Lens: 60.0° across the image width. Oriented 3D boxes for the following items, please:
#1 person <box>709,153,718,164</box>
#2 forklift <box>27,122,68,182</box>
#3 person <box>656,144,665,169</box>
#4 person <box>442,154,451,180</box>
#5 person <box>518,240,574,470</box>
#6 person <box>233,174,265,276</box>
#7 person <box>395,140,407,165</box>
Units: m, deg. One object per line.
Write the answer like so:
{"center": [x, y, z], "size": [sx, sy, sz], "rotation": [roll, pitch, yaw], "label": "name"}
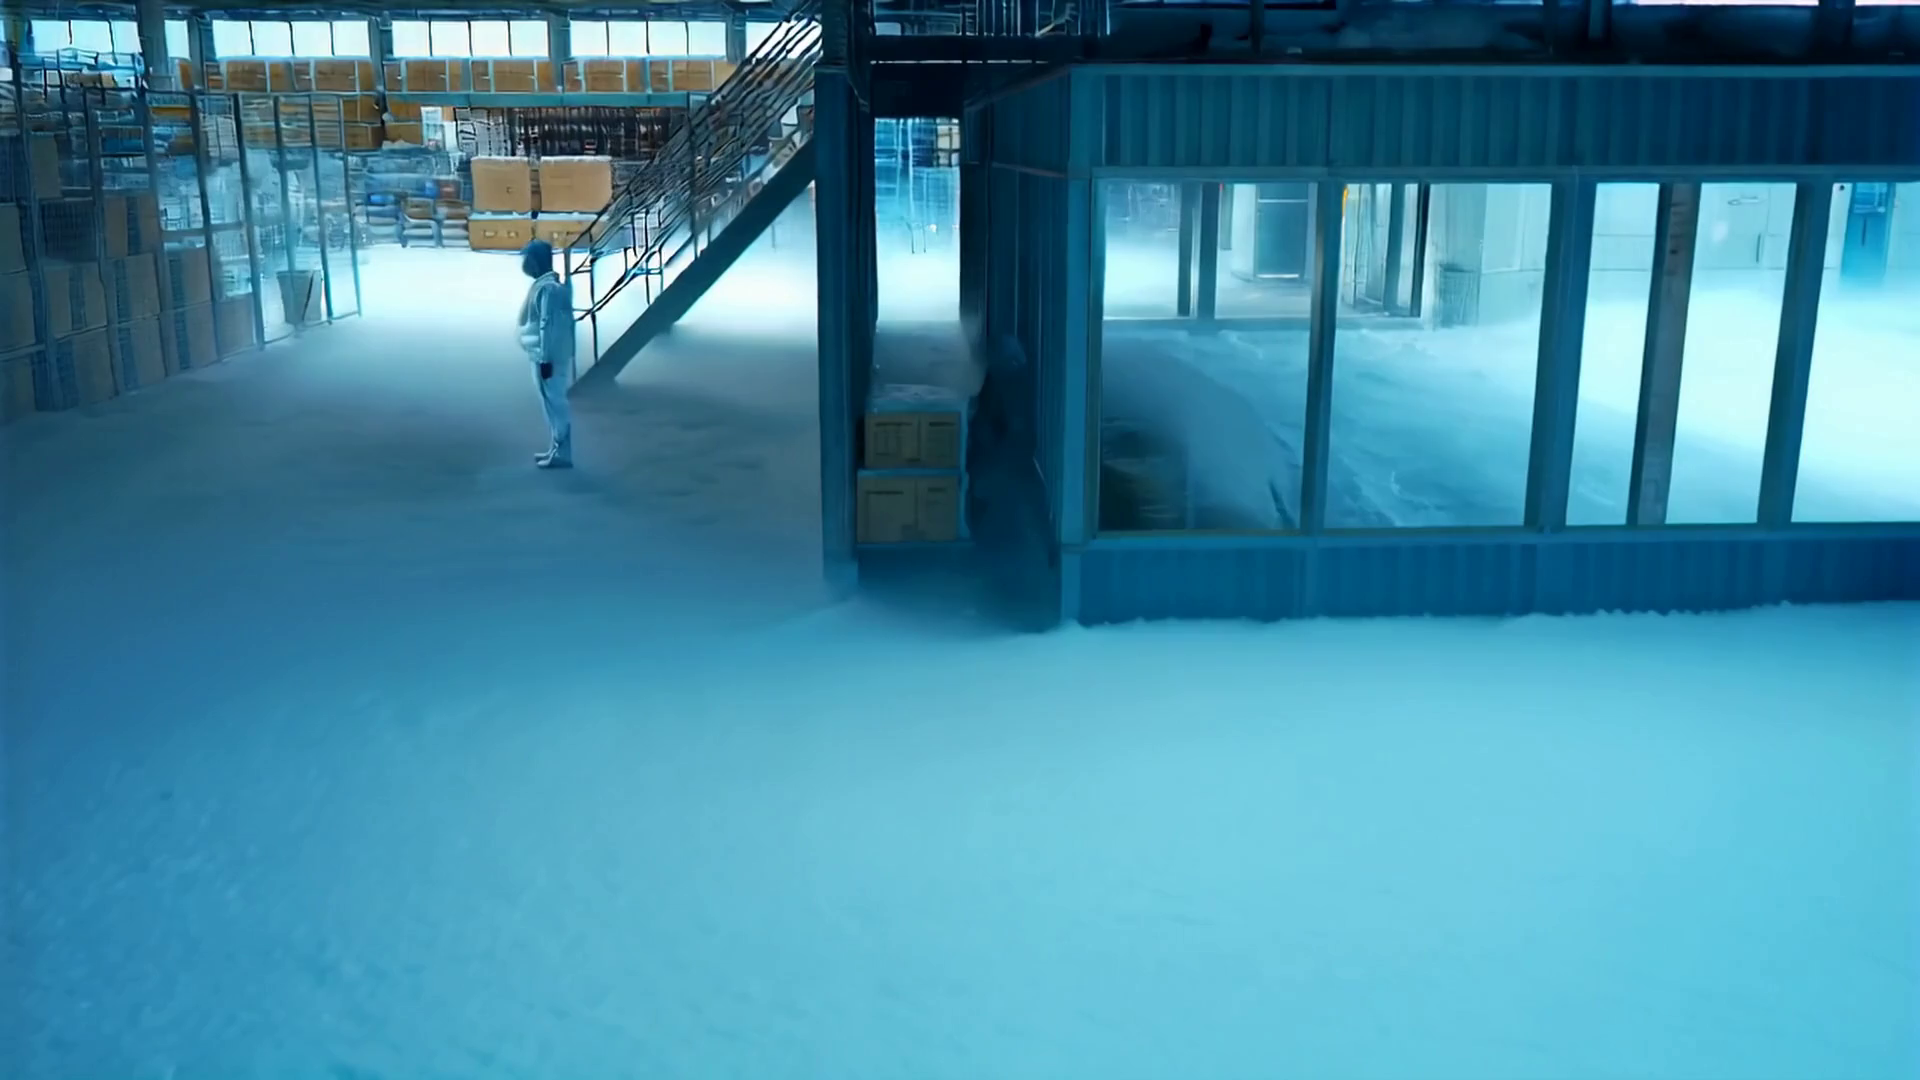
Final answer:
{"center": [-10.917, -16.459, 73.323], "size": [0.860, 1.805, 0.600], "rotation": [0, 14, 1], "label": "person"}
{"center": [-35.376, -14.773, 64.377], "size": [1.129, 2.768, 1.873], "rotation": [-1, 14, -2], "label": "forklift"}
{"center": [-13.410, -16.927, 75.041], "size": [0.811, 1.875, 0.647], "rotation": [2, 14, 7], "label": "person"}
{"center": [-17.126, -12.004, 55.609], "size": [0.364, 1.755, 0.532], "rotation": [-2, 14, -9], "label": "person"}
{"center": [-3.333, -1.488, 13.416], "size": [0.431, 1.836, 0.619], "rotation": [-4, 15, -17], "label": "person"}
{"center": [-12.900, -5.707, 30.209], "size": [0.507, 1.865, 0.329], "rotation": [-9, 17, -32], "label": "person"}
{"center": [-27.559, -18.740, 82.073], "size": [0.629, 1.982, 0.423], "rotation": [-4, 15, -14], "label": "person"}
